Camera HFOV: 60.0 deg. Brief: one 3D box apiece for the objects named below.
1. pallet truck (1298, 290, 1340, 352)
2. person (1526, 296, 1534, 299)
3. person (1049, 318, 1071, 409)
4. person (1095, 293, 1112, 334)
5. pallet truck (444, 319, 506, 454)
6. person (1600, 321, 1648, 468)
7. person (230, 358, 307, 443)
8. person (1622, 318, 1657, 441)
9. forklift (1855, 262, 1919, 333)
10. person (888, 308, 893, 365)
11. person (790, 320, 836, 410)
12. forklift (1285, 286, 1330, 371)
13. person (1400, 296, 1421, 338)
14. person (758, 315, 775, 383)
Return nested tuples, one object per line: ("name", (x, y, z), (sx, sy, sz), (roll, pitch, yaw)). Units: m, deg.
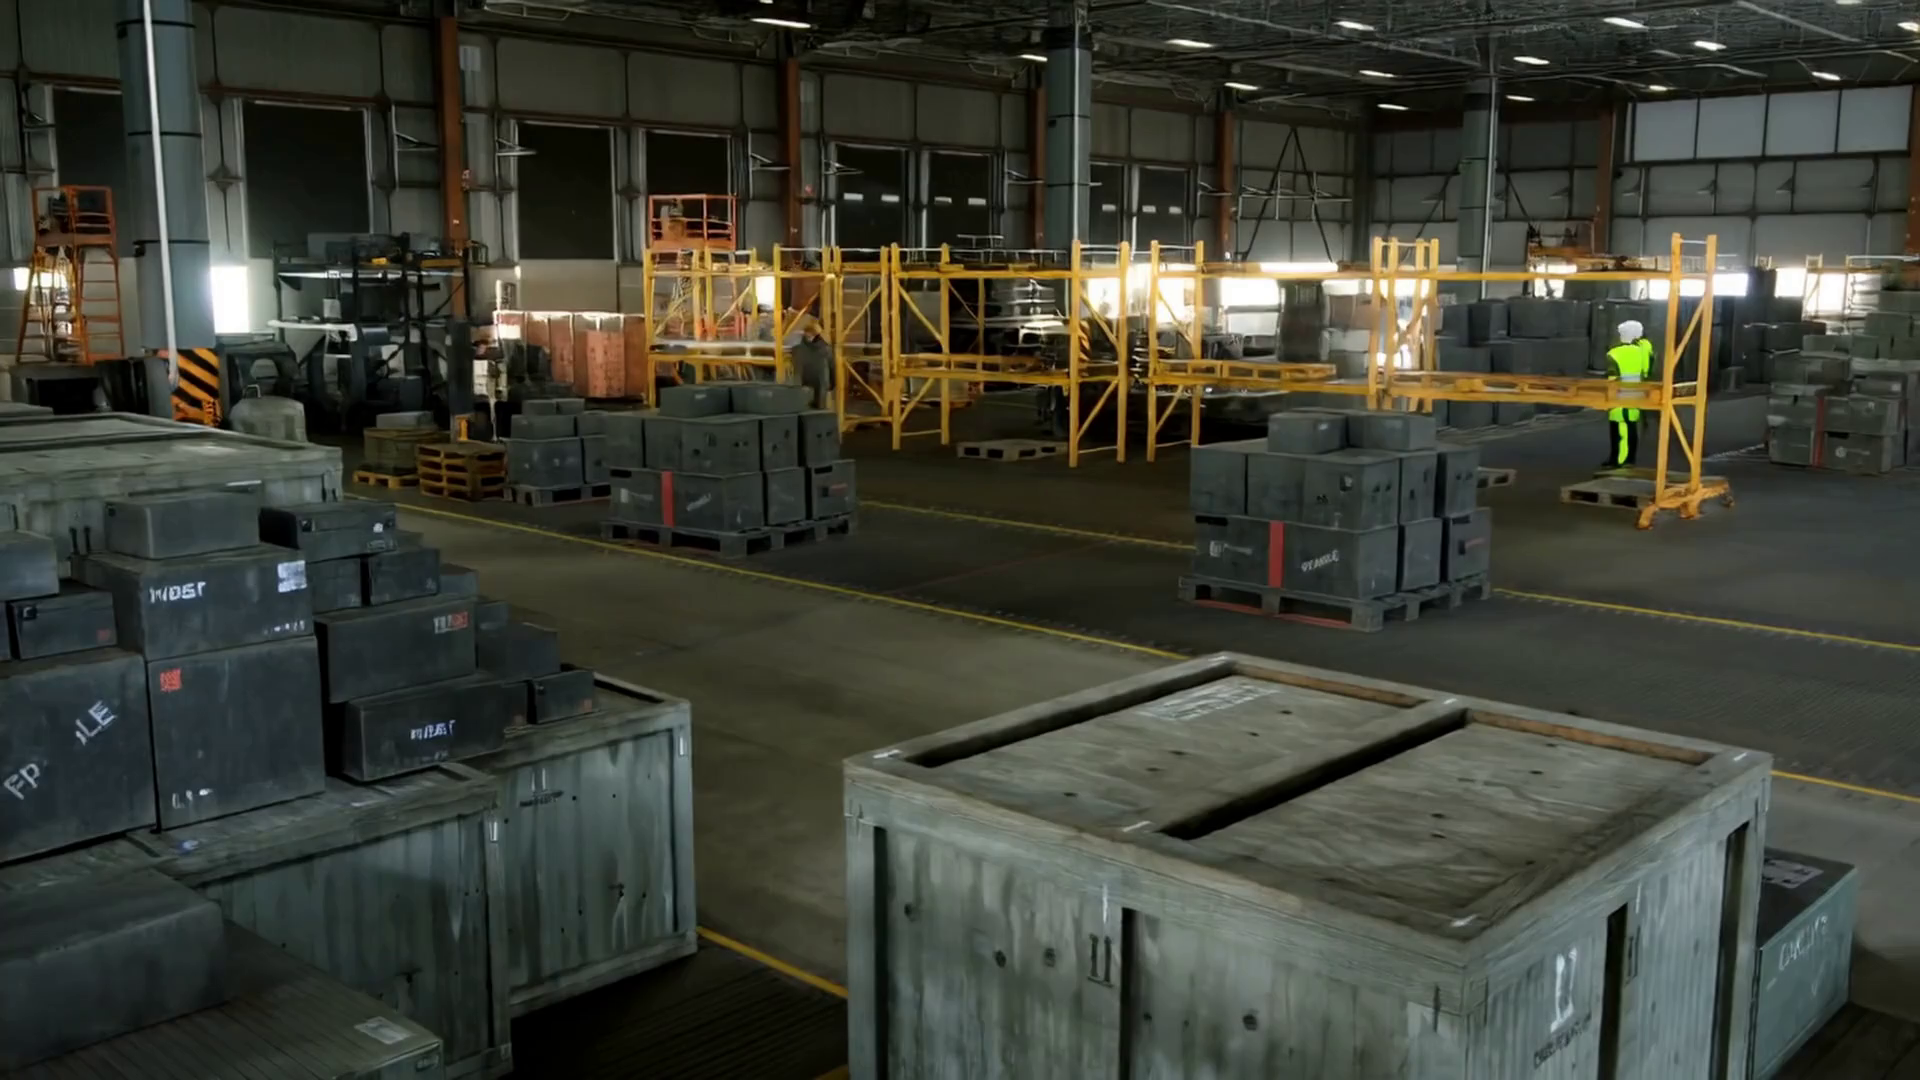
("pallet truck", (11.297, -6.951, 52.861), (1.885, 1.965, 0.823), (-5, 11, -29))
("person", (15.682, -5.819, 46.181), (0.602, 1.923, 0.628), (6, 11, 31))
("person", (1.916, -3.339, 31.511), (0.484, 1.739, 0.320), (2, 9, 10))
("person", (4.432, -6.654, 51.261), (0.544, 1.929, 0.386), (-1, 9, -8))
("pallet truck", (-6.981, -1.942, 22.150), (1.885, 1.965, 0.823), (1, 9, 9))
("person", (8.849, -1.936, 22.207), (0.614, 1.963, 0.362), (-2, 9, -10))
("person", (-5.733, -0.547, 13.847), (0.586, 1.918, 0.396), (-3, 10, -20))
("person", (10.429, -2.451, 25.560), (0.441, 1.898, 0.627), (0, 9, 2))
("forklift", (23.390, -5.543, 41.532), (1.129, 2.768, 1.873), (-1, 9, -5))
("person", (-1.792, -5.266, 43.657), (0.315, 1.634, 0.517), (3, 10, 19))
("person", (-2.138, -2.189, 23.933), (0.634, 1.914, 0.755), (3, 10, 16))
("forklift", (8.931, -5.833, 43.310), (1.129, 2.768, 1.873), (5, 10, 26))
("person", (13.653, -6.469, 50.435), (0.577, 1.840, 0.972), (1, 9, 8))
("person", (-3.523, -3.213, 30.572), (0.689, 1.817, 0.543), (1, 9, 3))
